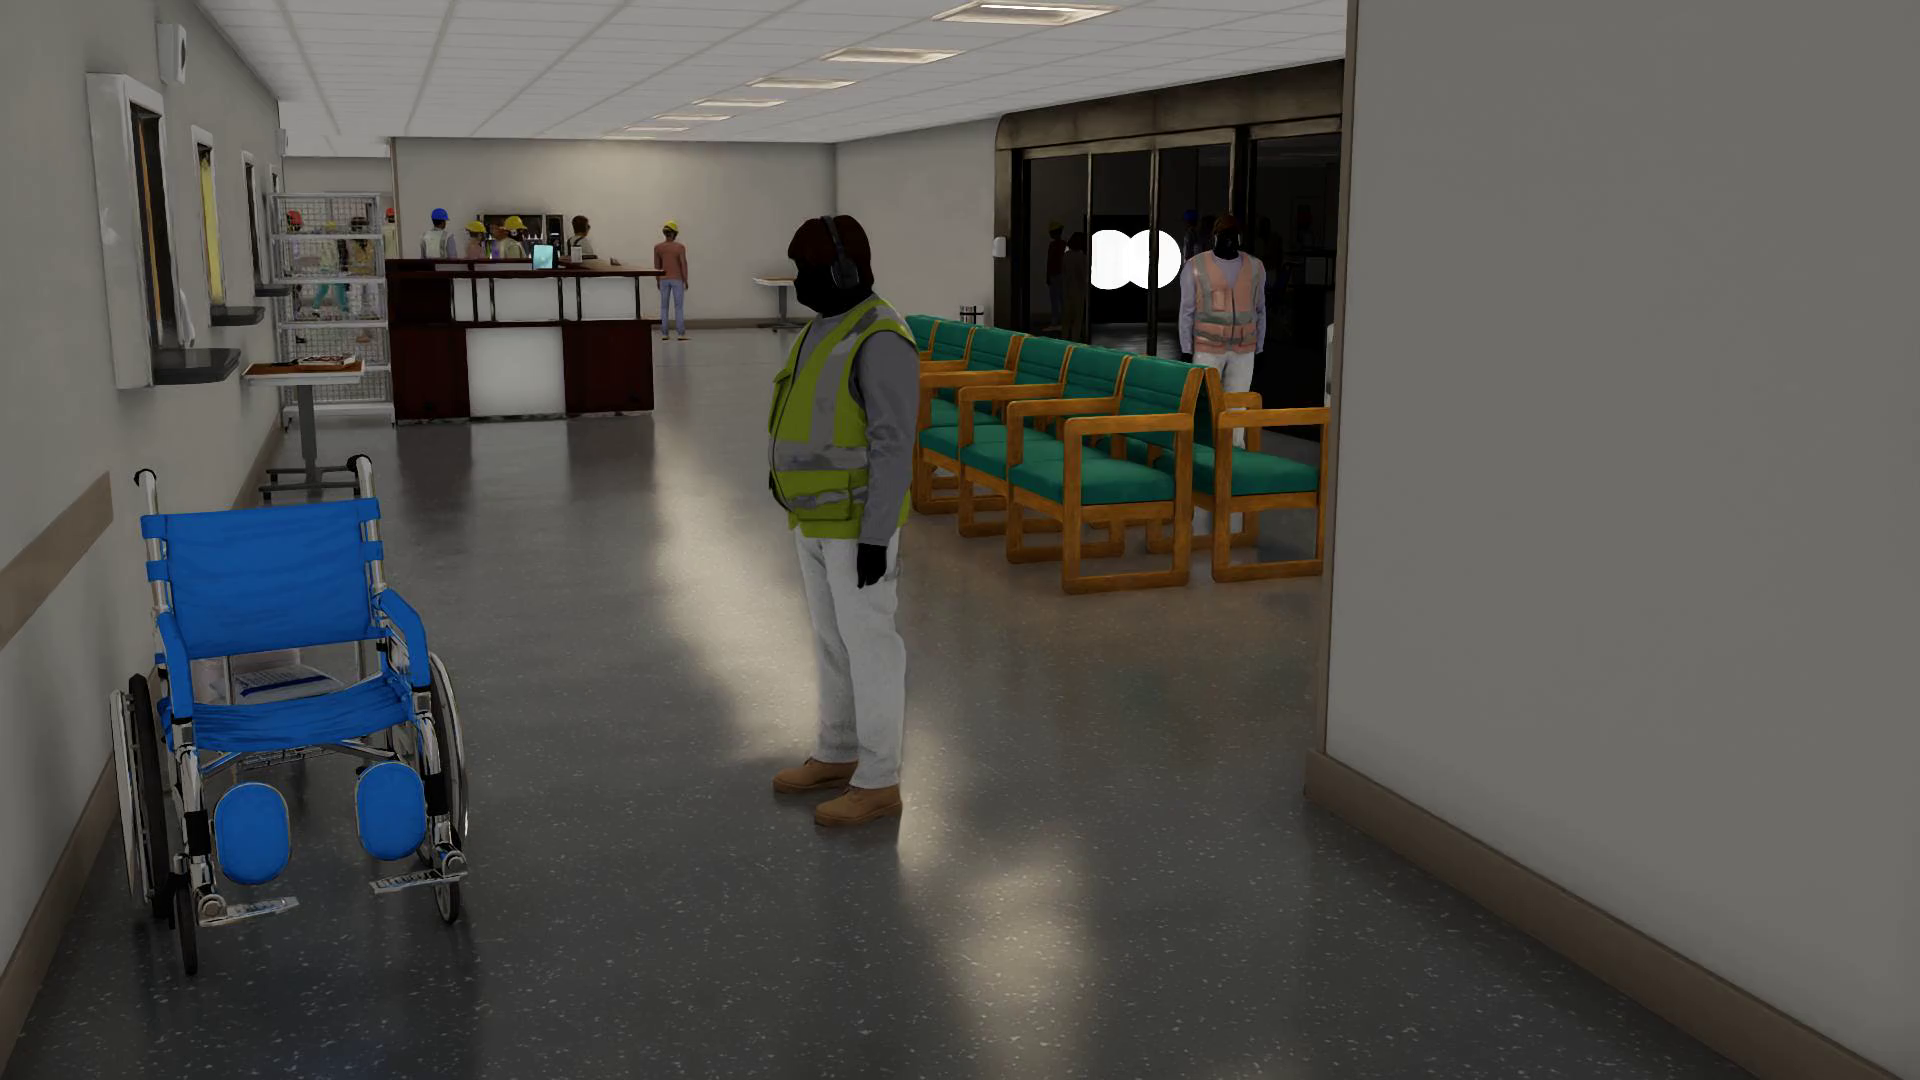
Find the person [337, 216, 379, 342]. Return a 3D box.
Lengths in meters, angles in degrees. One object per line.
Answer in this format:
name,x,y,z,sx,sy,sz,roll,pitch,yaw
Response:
person,-8.735,-3.794,24.269,0.438,1.830,0.638,10,15,42

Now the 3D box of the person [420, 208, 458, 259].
person,-7.727,-3.956,24.783,0.615,1.945,0.399,4,12,20

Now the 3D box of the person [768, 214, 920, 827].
person,-0.363,-0.057,5.069,0.429,1.837,0.621,-5,12,-25

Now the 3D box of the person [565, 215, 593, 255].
person,-4.946,-3.320,21.779,0.511,1.843,0.331,9,14,38

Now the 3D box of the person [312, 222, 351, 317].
person,-11.528,-4.946,30.431,0.531,1.731,0.870,5,12,26

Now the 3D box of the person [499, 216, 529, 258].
person,-5.878,-3.368,22.052,0.403,1.837,0.591,-6,13,-28

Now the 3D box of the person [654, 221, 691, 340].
person,-4.270,-3.838,24.673,0.523,1.760,0.325,3,11,15

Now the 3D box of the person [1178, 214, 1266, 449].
person,1.838,-1.335,11.610,0.633,1.843,0.429,-2,11,-9

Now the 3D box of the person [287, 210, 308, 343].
person,-9.716,-3.814,24.152,0.616,1.919,0.422,9,14,38
